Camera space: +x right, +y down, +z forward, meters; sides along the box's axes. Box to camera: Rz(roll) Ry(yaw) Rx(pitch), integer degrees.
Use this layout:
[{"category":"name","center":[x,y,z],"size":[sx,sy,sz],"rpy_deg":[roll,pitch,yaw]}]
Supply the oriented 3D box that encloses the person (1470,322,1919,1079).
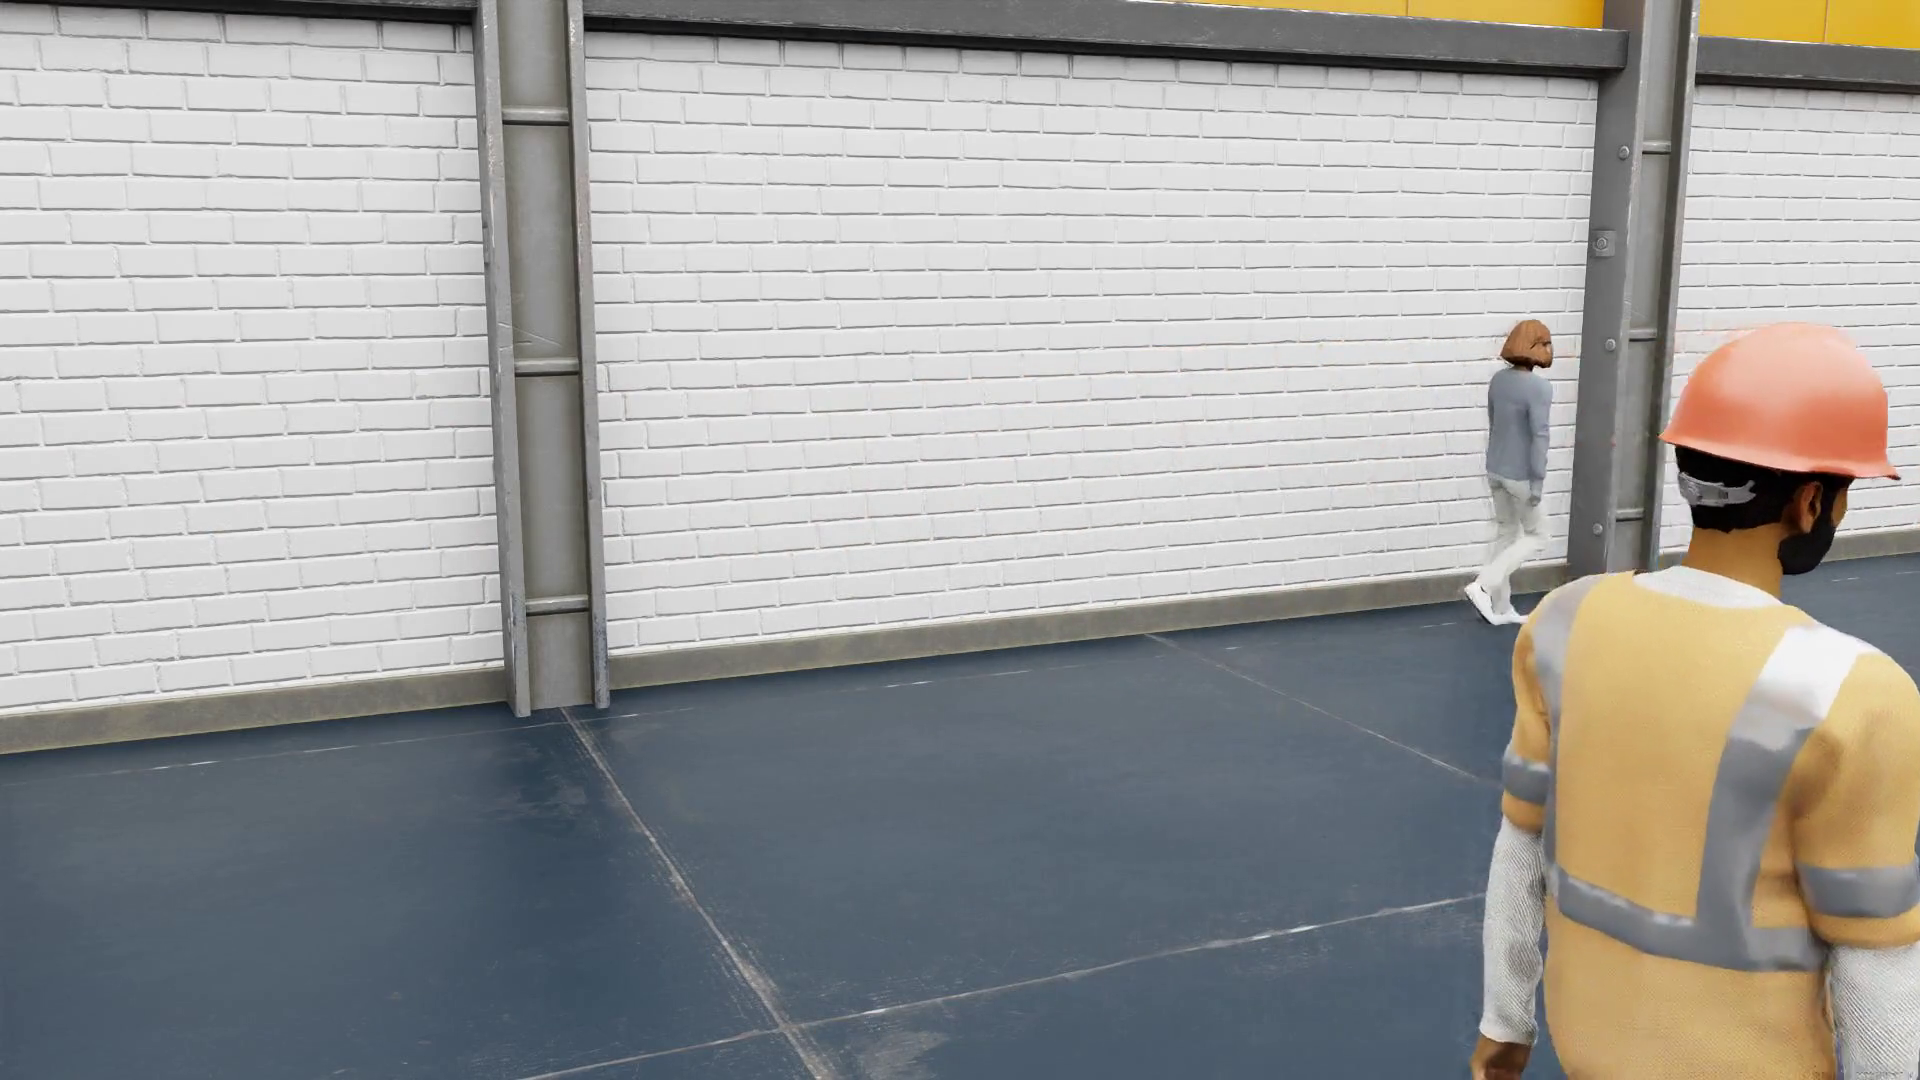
[{"category":"person","center":[1.025,0.673,2.231],"size":[0.554,1.915,0.554],"rpy_deg":[-5,11,-26]}]

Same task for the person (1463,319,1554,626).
[{"category":"person","center":[2.822,-0.325,8.561],"size":[0.429,1.621,0.505],"rpy_deg":[-3,11,-18]}]
